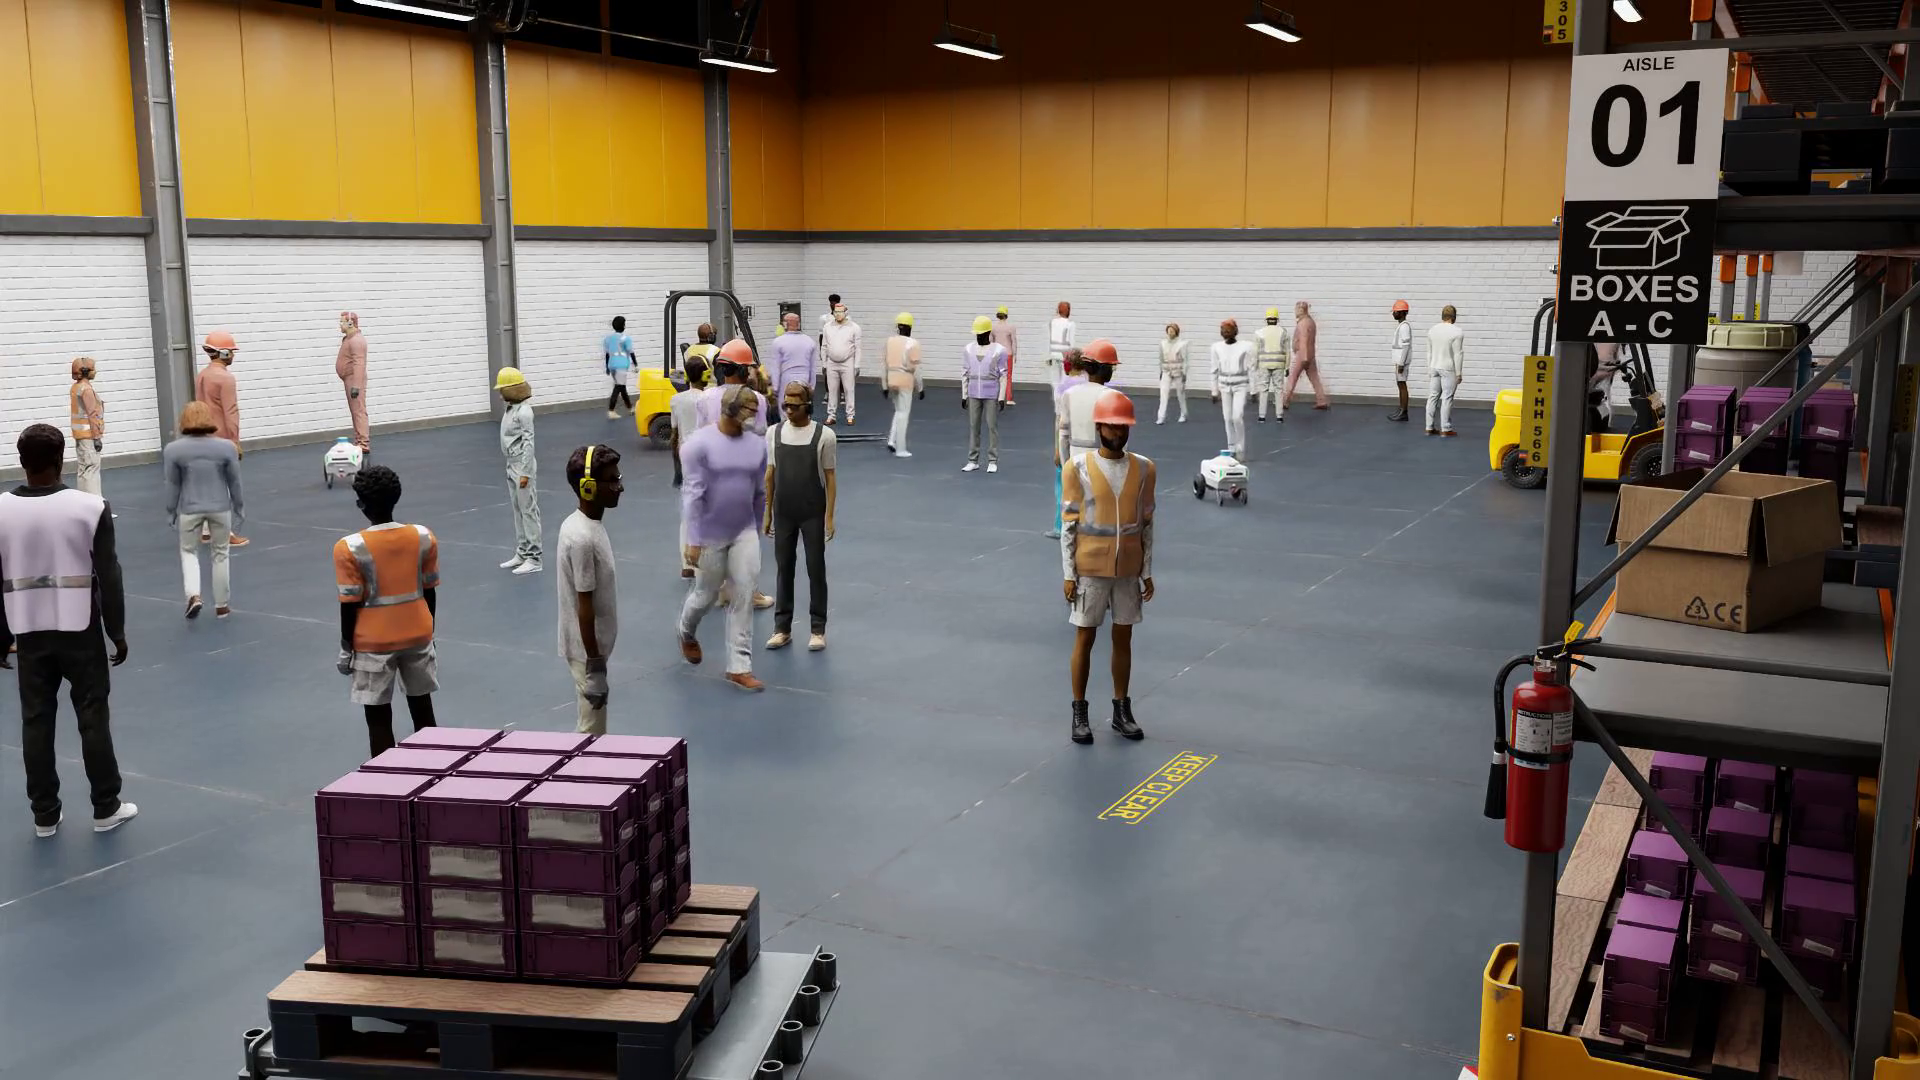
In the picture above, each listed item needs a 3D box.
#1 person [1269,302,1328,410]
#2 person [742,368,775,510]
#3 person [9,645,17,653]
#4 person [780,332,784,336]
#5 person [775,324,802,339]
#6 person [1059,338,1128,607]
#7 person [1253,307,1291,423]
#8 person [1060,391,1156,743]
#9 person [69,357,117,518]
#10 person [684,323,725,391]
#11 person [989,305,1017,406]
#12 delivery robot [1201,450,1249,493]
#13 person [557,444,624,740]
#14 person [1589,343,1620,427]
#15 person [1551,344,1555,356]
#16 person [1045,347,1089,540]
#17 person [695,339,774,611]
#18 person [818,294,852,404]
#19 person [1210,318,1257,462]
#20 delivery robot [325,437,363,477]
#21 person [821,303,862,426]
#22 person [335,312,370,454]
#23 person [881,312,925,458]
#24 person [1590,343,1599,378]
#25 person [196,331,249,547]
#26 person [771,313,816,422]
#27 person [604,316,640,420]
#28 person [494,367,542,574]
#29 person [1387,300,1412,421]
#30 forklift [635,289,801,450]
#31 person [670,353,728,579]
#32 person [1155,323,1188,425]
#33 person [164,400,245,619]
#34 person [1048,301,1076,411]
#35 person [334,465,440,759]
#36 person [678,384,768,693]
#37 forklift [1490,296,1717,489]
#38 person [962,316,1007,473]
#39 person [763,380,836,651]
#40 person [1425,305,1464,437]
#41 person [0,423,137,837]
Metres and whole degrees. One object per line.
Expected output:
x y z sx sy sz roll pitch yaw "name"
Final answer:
5.882 -3.151 28.522 0.986 1.855 0.648 6 11 30 "person"
-1.923 -0.829 15.757 0.692 1.619 0.526 -4 11 -24 "person"
-6.462 -0.013 10.974 0.286 1.636 0.498 0 10 2 "person"
-2.640 -2.661 25.931 0.328 1.766 0.532 -6 11 -31 "person"
-2.670 -2.787 26.433 0.429 1.847 0.626 -8 13 -40 "person"
1.041 -0.510 12.675 0.613 2.041 0.393 10 14 44 "person"
4.926 -2.758 26.302 0.600 1.829 0.404 1 10 5 "person"
0.822 0.148 9.160 0.544 1.942 0.347 -2 10 -14 "person"
-8.811 -1.025 16.824 0.307 1.640 0.520 -9 13 -43 "person"
-3.052 -1.714 20.231 0.625 1.844 0.429 7 12 33 "person"
0.754 -3.251 29.336 0.525 1.772 0.301 3 10 16 "person"
2.859 -0.728 17.973 0.477 0.478 0.707 -2 10 -9 "delivery robot"
-1.599 0.511 7.268 0.310 1.868 0.532 -2 10 -13 "person"
9.313 -2.412 24.407 0.648 1.790 0.985 -1 10 -6 "person"
7.717 -1.892 21.312 0.586 1.825 0.403 6 12 33 "person"
1.116 -0.873 15.426 0.569 1.825 0.720 -9 13 -41 "person"
-1.677 -0.484 12.525 0.615 2.041 0.386 5 11 25 "person"
-2.214 -3.389 29.566 0.603 1.966 0.372 1 10 3 "person"
3.511 -1.922 21.418 0.604 1.851 0.550 6 11 30 "person"
-7.126 -0.947 19.238 0.477 0.478 0.707 -2 10 -13 "delivery robot"
-1.862 -2.733 25.942 0.639 1.908 0.409 2 10 9 "person"
-8.129 -2.096 22.258 0.407 1.908 0.641 -5 11 -26 "person"
-0.758 -2.042 21.925 0.591 1.912 0.477 8 12 37 "person"
8.711 -2.368 23.439 0.538 2.000 0.690 0 10 0 "person"
-6.795 -0.932 15.330 0.442 1.981 0.625 -10 14 -44 "person"
-2.208 -2.033 21.923 0.653 1.900 0.400 -7 12 -36 "person"
-5.458 -2.799 27.039 0.539 1.653 0.859 8 13 39 "person"
-3.733 -0.586 14.010 0.311 1.735 0.484 -6 11 -30 "person"
7.047 -2.872 26.654 0.378 1.936 0.548 2 10 11 "person"
-3.358 -2.392 23.136 2.313 2.155 1.214 -1 10 -5 "forklift"
-2.135 -0.593 13.660 0.515 1.871 0.321 5 11 25 "person"
3.383 -2.625 26.242 0.526 1.589 0.869 5 11 29 "person"
-5.504 -0.209 12.138 0.521 1.627 0.462 -4 11 -23 "person"
1.706 -3.105 28.208 0.591 1.874 0.455 8 13 38 "person"
-2.713 0.488 7.915 0.319 1.693 0.532 8 13 40 "person"
-1.497 -0.033 10.383 0.636 1.884 0.861 -7 12 -36 "person"
7.296 -1.677 18.993 2.313 2.155 1.214 5 11 27 "forklift"
0.286 -1.781 20.401 0.585 1.917 0.382 4 11 22 "person"
-1.086 -0.163 11.262 0.506 1.839 0.343 2 10 11 "person"
7.102 -2.472 24.387 0.376 1.931 0.627 -6 12 -32 "person"
-4.158 0.421 7.661 0.589 1.914 0.392 -2 10 -13 "person"
